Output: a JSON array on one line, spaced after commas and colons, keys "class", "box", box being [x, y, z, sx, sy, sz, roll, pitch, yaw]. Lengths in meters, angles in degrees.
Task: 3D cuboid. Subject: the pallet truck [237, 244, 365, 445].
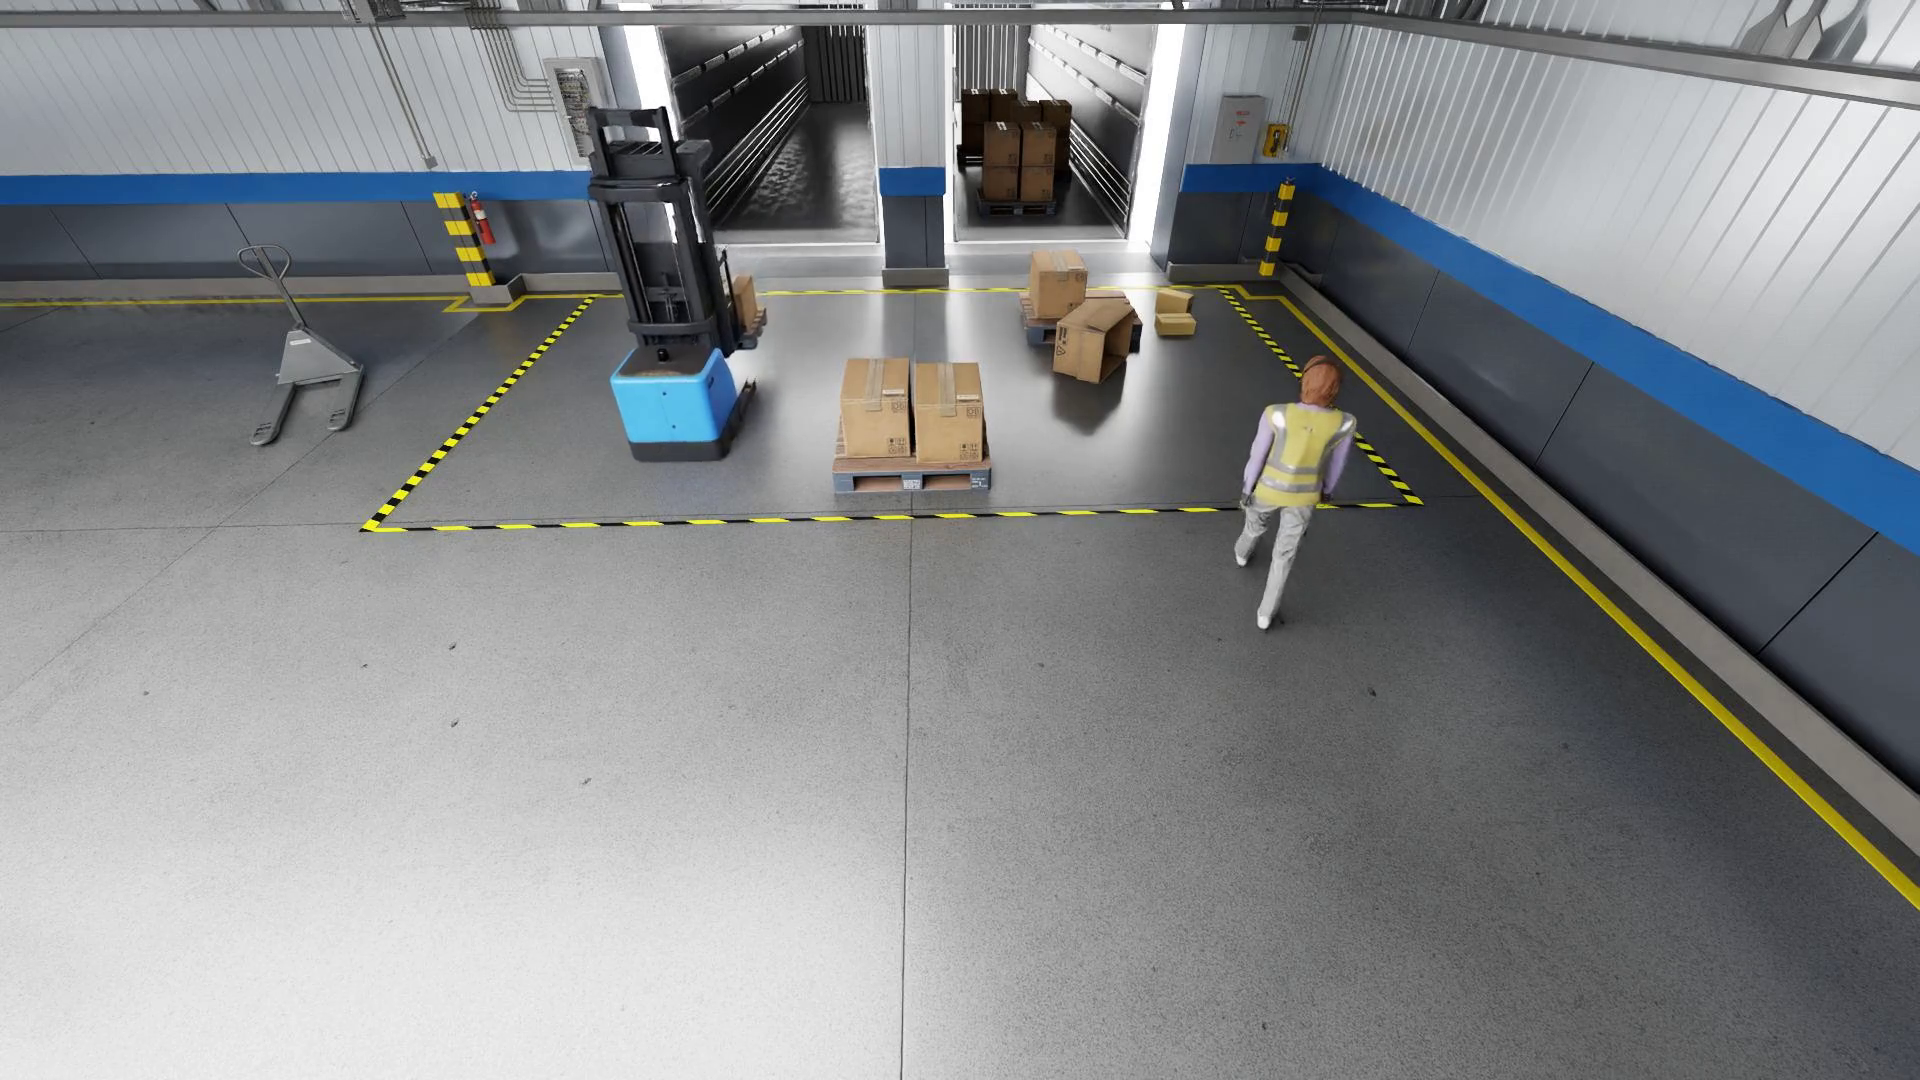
[{"class": "pallet truck", "box": [-5.915, -1.733, 6.366, 0.680, 1.201, 1.601, -18, 42, -21]}]

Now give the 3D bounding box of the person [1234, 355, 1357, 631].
[{"class": "person", "box": [1.911, -0.301, 4.275, 0.533, 1.587, 0.872, 11, 40, 14]}]

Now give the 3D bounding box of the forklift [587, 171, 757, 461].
[{"class": "forklift", "box": [-2.279, -1.665, 5.634, 0.716, 2.013, 0.776, -1, 38, -1]}]
